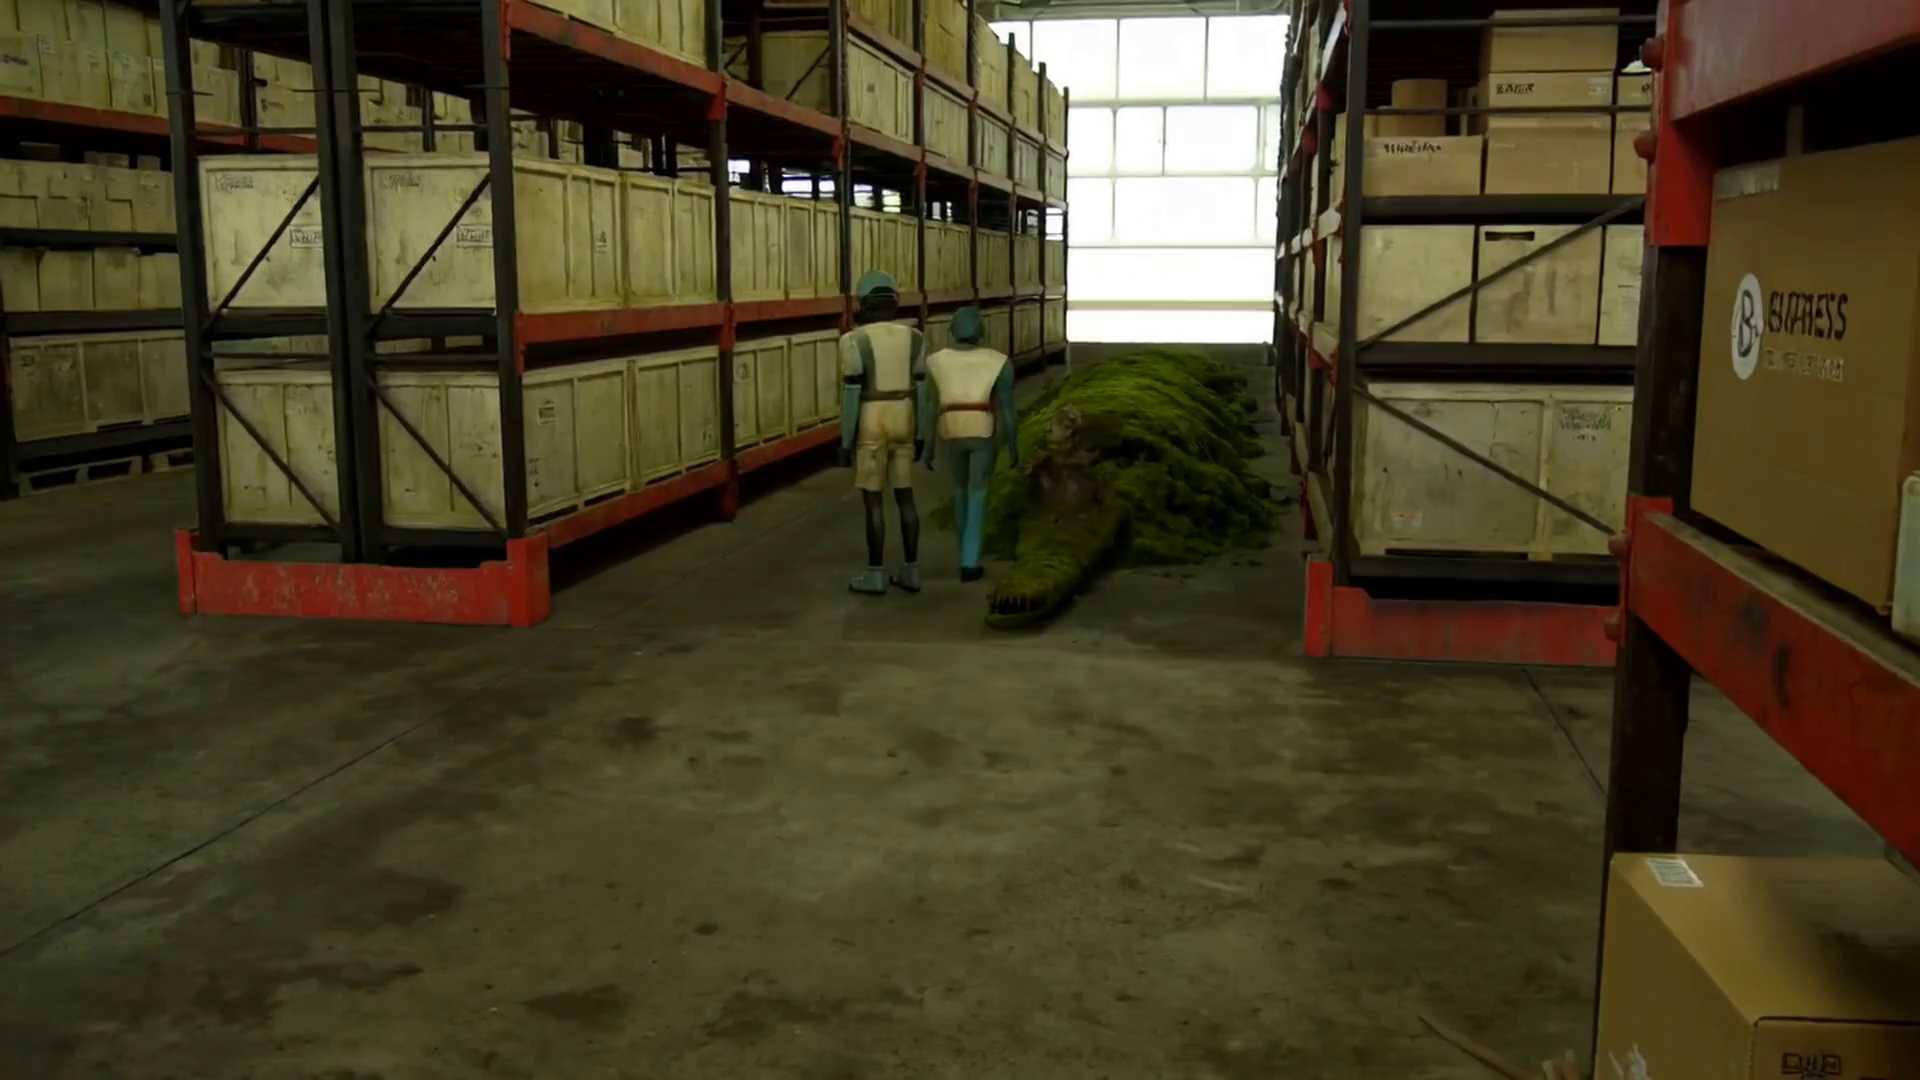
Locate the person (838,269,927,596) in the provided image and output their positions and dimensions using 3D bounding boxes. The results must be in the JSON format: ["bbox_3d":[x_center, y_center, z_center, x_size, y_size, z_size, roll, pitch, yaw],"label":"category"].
[{"bbox_3d":[-0.499,-0.668,10.443,0.605,2.037,0.394,-6,11,-33],"label":"person"}]

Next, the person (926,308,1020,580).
[{"bbox_3d":[0.091,-0.660,11.189,0.609,1.774,1.017,2,9,9],"label":"person"}]

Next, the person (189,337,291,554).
[{"bbox_3d":[-5.222,-0.839,12.069,0.647,1.856,0.997,0,9,2],"label":"person"}]
